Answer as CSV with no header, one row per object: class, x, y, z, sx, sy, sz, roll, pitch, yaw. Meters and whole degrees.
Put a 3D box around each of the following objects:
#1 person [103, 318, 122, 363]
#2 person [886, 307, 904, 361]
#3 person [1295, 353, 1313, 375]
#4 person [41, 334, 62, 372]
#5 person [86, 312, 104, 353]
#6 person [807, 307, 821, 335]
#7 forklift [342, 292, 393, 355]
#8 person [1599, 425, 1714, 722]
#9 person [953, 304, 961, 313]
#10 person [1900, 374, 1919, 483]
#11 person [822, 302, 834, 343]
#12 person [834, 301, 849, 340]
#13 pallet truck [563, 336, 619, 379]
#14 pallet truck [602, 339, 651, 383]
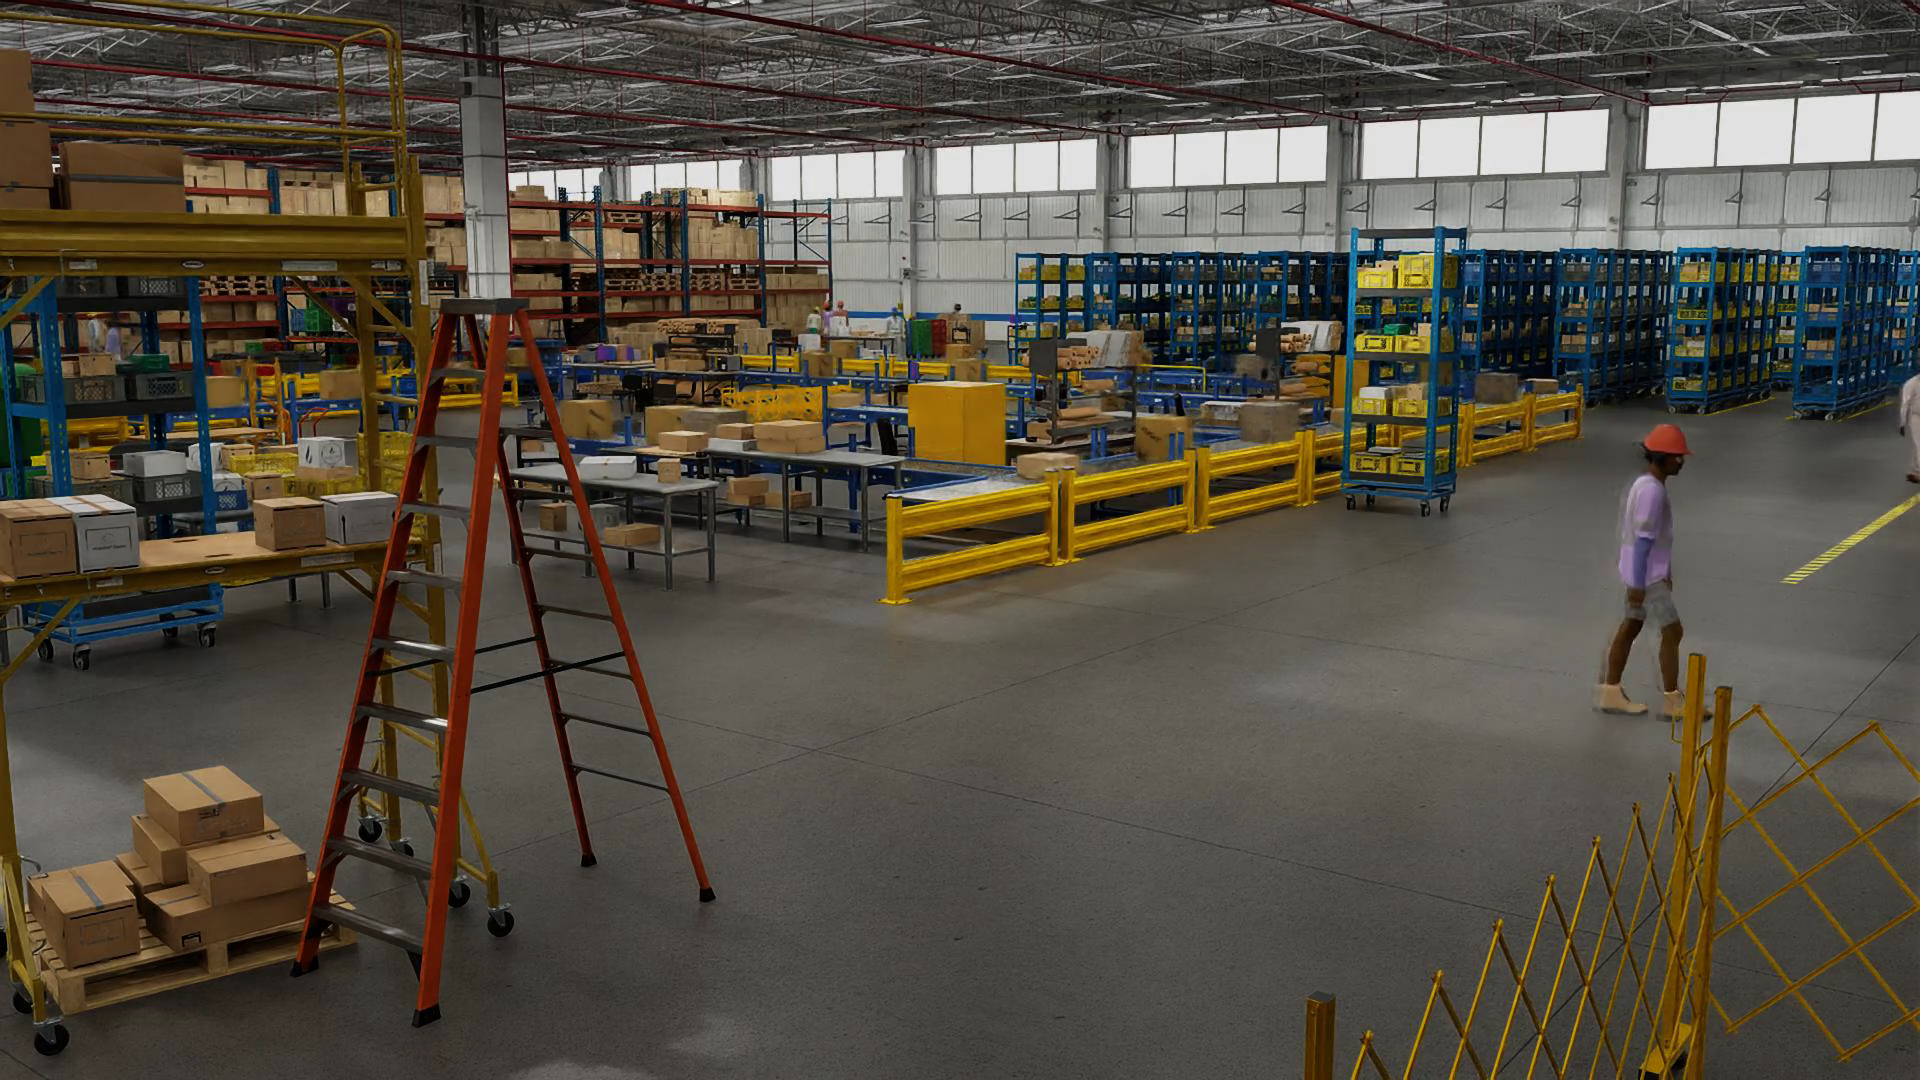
person,-22.053,-4.814,43.190,1.040,1.882,0.628,-5,10,-28
person,-2.181,-6.896,56.139,0.640,1.893,0.981,-3,10,-19
person,8.444,-4.352,40.543,0.594,1.807,0.780,-8,12,-40
person,-21.769,-4.165,39.942,0.396,1.616,0.511,7,11,36
person,-29.441,-6.935,56.645,0.599,1.814,0.700,9,13,44
person,-5.831,-8.437,66.326,0.533,1.711,0.753,4,10,22
forklift,-16.485,-5.622,45.120,1.129,2.768,1.873,7,11,37
person,4.796,0.236,11.240,0.855,2.013,0.645,3,10,20
person,-0.167,-8.843,68.567,0.923,1.810,0.627,2,9,11
person,13.815,-1.694,23.787,0.654,1.866,0.969,0,9,2
person,-5.189,-8.421,65.609,0.608,1.906,0.442,4,10,24
person,-4.548,-8.142,63.600,0.612,1.994,0.394,-6,11,-31
pallet truck,-10.690,-5.294,48.215,1.601,1.201,0.680,-5,10,-26
pallet truck,-8.991,-4.871,45.351,0.653,1.274,1.630,7,11,37
